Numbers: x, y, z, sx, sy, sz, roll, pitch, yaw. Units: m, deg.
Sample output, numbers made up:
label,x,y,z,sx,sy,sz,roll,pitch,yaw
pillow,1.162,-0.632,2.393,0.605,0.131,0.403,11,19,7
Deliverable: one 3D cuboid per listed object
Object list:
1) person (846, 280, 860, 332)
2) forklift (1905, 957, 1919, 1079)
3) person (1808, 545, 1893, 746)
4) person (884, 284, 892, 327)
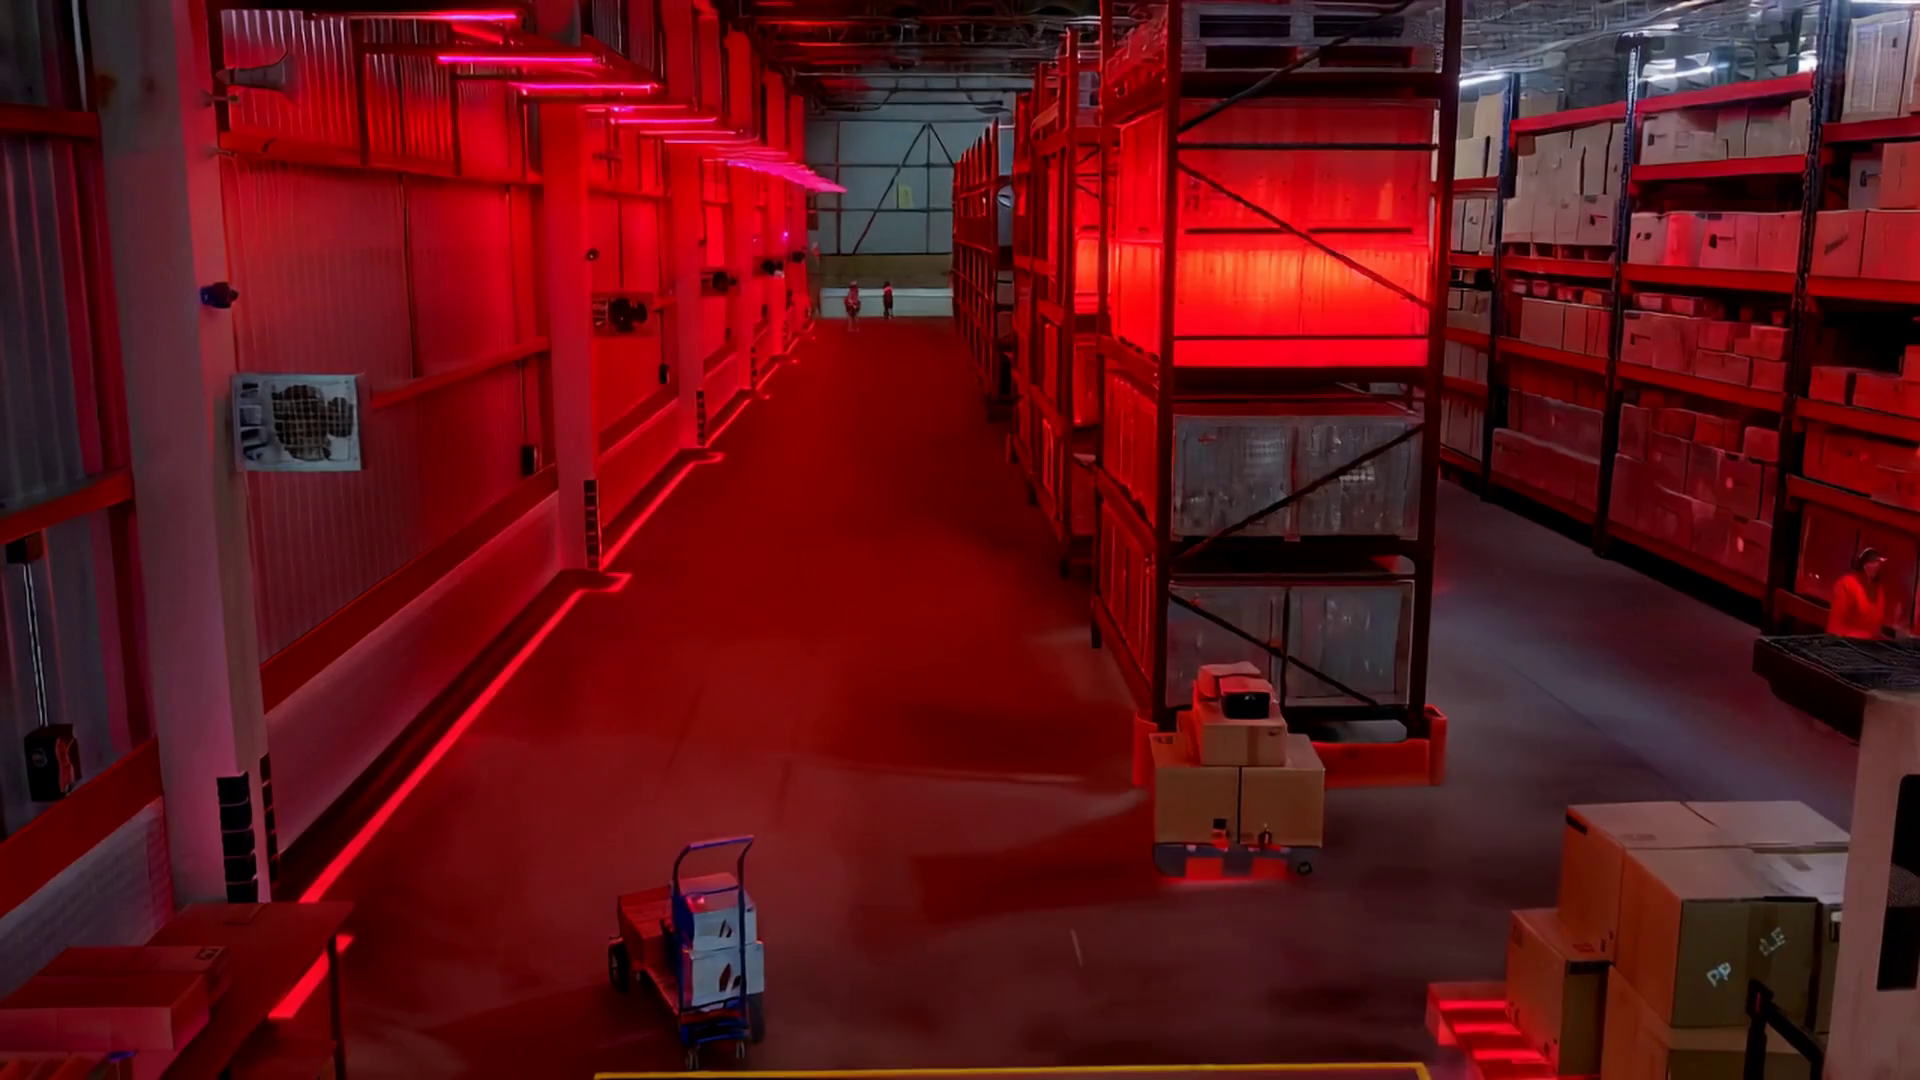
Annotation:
label,x,y,z,sx,sy,sz,roll,pitch,yaw
person,-3.932,-8.604,61.164,0.784,1.909,0.588,9,14,39
forklift,3.157,1.764,4.674,1.129,2.768,1.873,0,11,-2
person,6.901,0.815,12.881,0.576,1.624,0.483,-4,12,-19
person,-2.780,-9.032,64.078,0.308,1.640,0.511,4,12,21
